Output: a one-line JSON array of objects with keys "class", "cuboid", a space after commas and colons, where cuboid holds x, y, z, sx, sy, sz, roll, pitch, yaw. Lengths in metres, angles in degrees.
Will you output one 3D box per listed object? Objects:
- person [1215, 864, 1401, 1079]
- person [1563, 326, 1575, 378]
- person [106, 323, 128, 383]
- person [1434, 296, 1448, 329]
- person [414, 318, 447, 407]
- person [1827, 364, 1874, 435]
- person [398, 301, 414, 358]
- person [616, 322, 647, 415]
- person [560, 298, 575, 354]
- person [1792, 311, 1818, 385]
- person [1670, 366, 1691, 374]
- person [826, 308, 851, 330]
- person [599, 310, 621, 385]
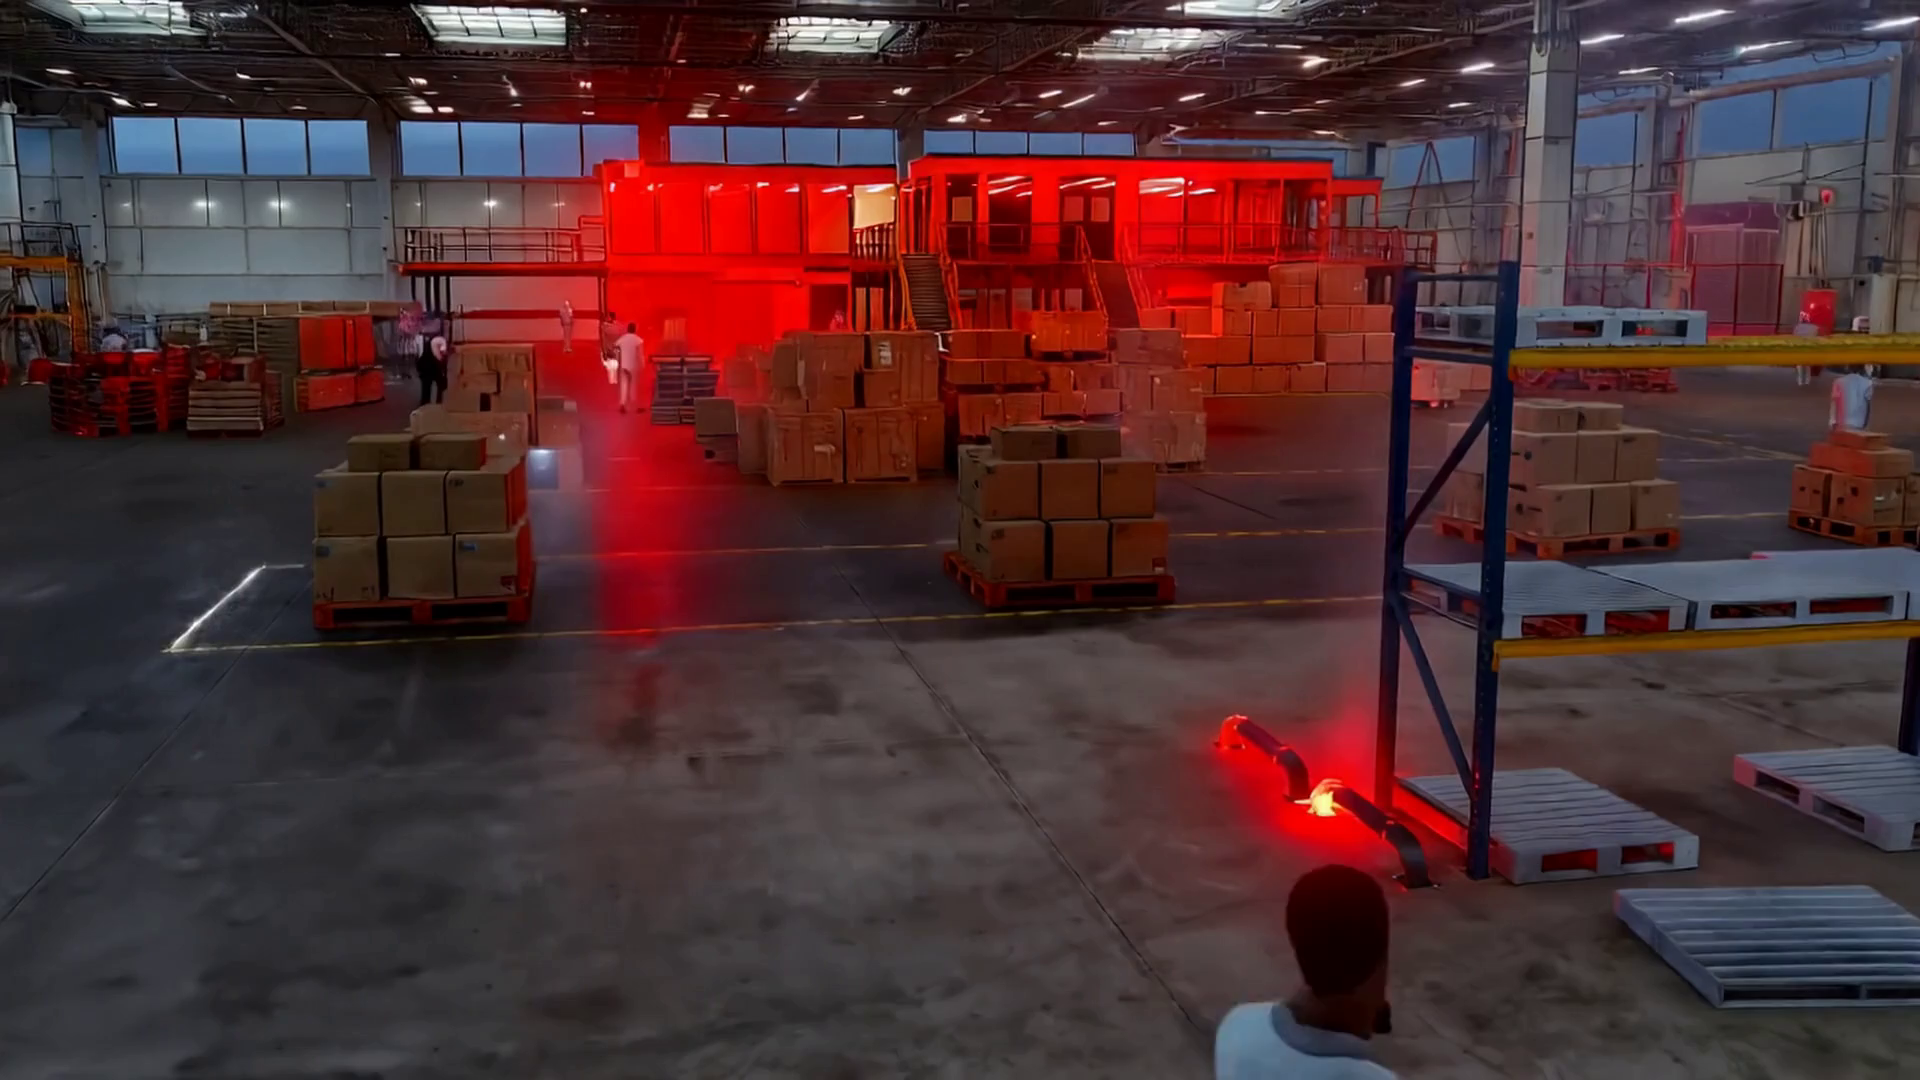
[{"class": "person", "cuboid": [0.647, 1.565, 3.125, 0.552, 1.897, 0.723, -4, 10, -21]}, {"class": "person", "cuboid": [16.313, -5.361, 45.064, 0.836, 1.964, 0.654, 2, 10, 15]}, {"class": "person", "cuboid": [-19.271, -4.095, 38.110, 0.535, 1.717, 0.903, 0, 9, 2]}, {"class": "person", "cuboid": [17.976, -8.186, 62.379, 0.635, 1.935, 0.452, 0, 9, 0]}, {"class": "person", "cuboid": [-10.513, -3.453, 33.225, 0.695, 2.000, 1.009, 1, 9, 8]}, {"class": "person", "cuboid": [11.850, -1.547, 22.134, 0.533, 1.868, 0.310, 5, 11, 28]}, {"class": "person", "cuboid": [-18.401, -6.969, 55.139, 0.575, 1.882, 0.361, 9, 13, 44]}, {"class": "person", "cuboid": [-6.690, -3.489, 33.892, 0.654, 1.909, 0.814, 2, 10, 14]}, {"class": "person", "cuboid": [-13.664, -7.457, 57.976, 0.381, 1.924, 0.593, 7, 12, 36]}, {"class": "person", "cuboid": [21.496, -4.879, 42.342, 0.583, 1.906, 0.487, 2, 10, 14]}, {"class": "person", "cuboid": [20.351, -5.493, 46.768, 0.534, 1.679, 0.484, -5, 11, -29]}, {"class": "person", "cuboid": [-2.844, -4.453, 39.370, 0.632, 2.036, 0.453, -3, 10, -18]}, {"class": "person", "cuboid": [-8.913, -4.913, 42.471, 0.577, 1.923, 0.400, -5, 10, -26]}]
